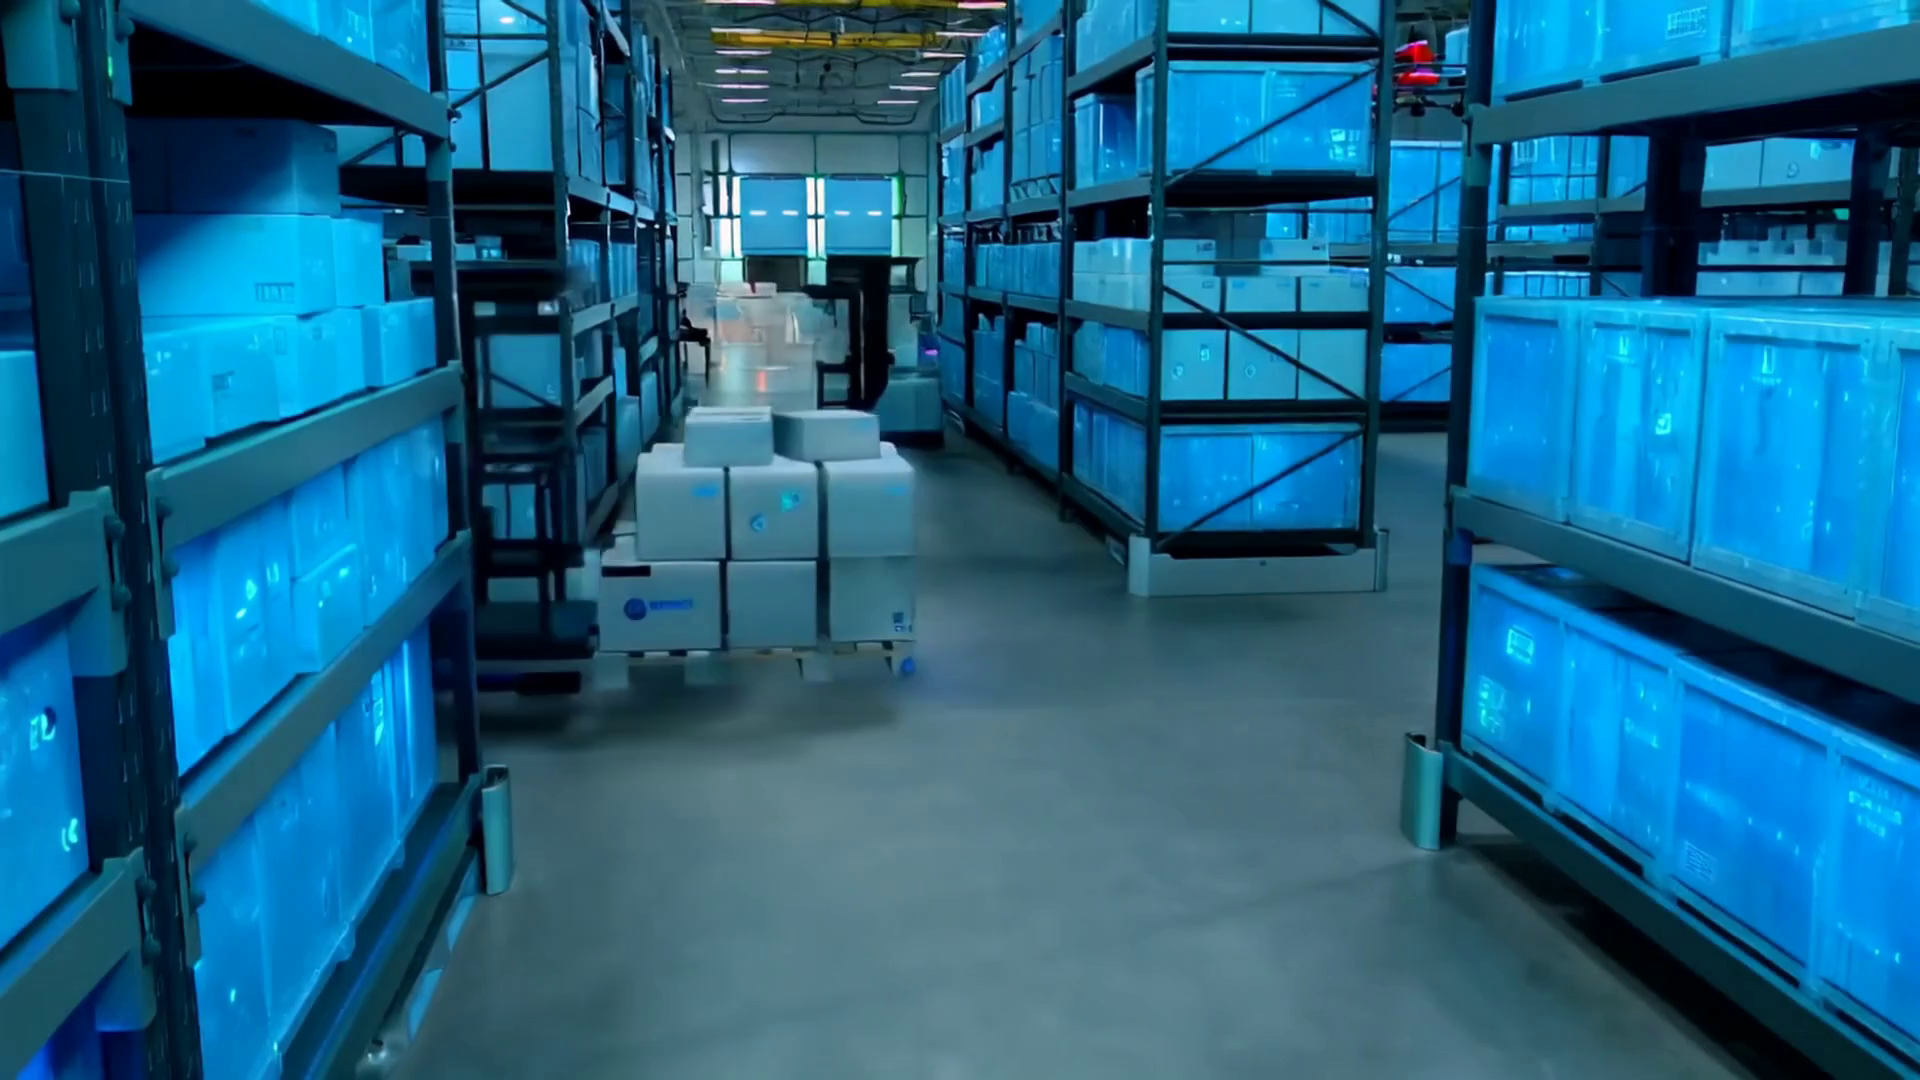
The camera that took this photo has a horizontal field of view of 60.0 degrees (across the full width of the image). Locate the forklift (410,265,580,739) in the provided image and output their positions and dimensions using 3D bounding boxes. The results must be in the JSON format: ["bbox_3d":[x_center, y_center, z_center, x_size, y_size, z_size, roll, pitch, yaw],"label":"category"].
[{"bbox_3d":[-3.354,-0.258,10.066,1.873,2.768,1.129,-1,10,-8],"label":"forklift"}]

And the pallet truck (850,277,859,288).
[{"bbox_3d":[-3.782,-9.391,65.808,1.885,1.965,0.823,2,10,10],"label":"pallet truck"}]

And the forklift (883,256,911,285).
[{"bbox_3d":[-2.062,-7.792,53.930,1.129,2.768,1.873,-2,10,-13],"label":"forklift"}]

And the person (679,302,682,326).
[{"bbox_3d":[-9.229,-7.206,53.402,1.014,1.884,0.635,0,10,-2],"label":"person"}]

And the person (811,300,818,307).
[{"bbox_3d":[-4.060,-5.888,46.510,0.439,1.625,0.520,3,10,15],"label":"person"}]

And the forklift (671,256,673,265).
[{"bbox_3d":[-10.987,-9.066,61.344,1.129,2.768,1.873,-1,10,-7],"label":"forklift"}]

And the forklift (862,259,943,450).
[{"bbox_3d":[-1.232,-2.764,24.659,1.873,2.768,1.129,-1,10,-7],"label":"forklift"}]
